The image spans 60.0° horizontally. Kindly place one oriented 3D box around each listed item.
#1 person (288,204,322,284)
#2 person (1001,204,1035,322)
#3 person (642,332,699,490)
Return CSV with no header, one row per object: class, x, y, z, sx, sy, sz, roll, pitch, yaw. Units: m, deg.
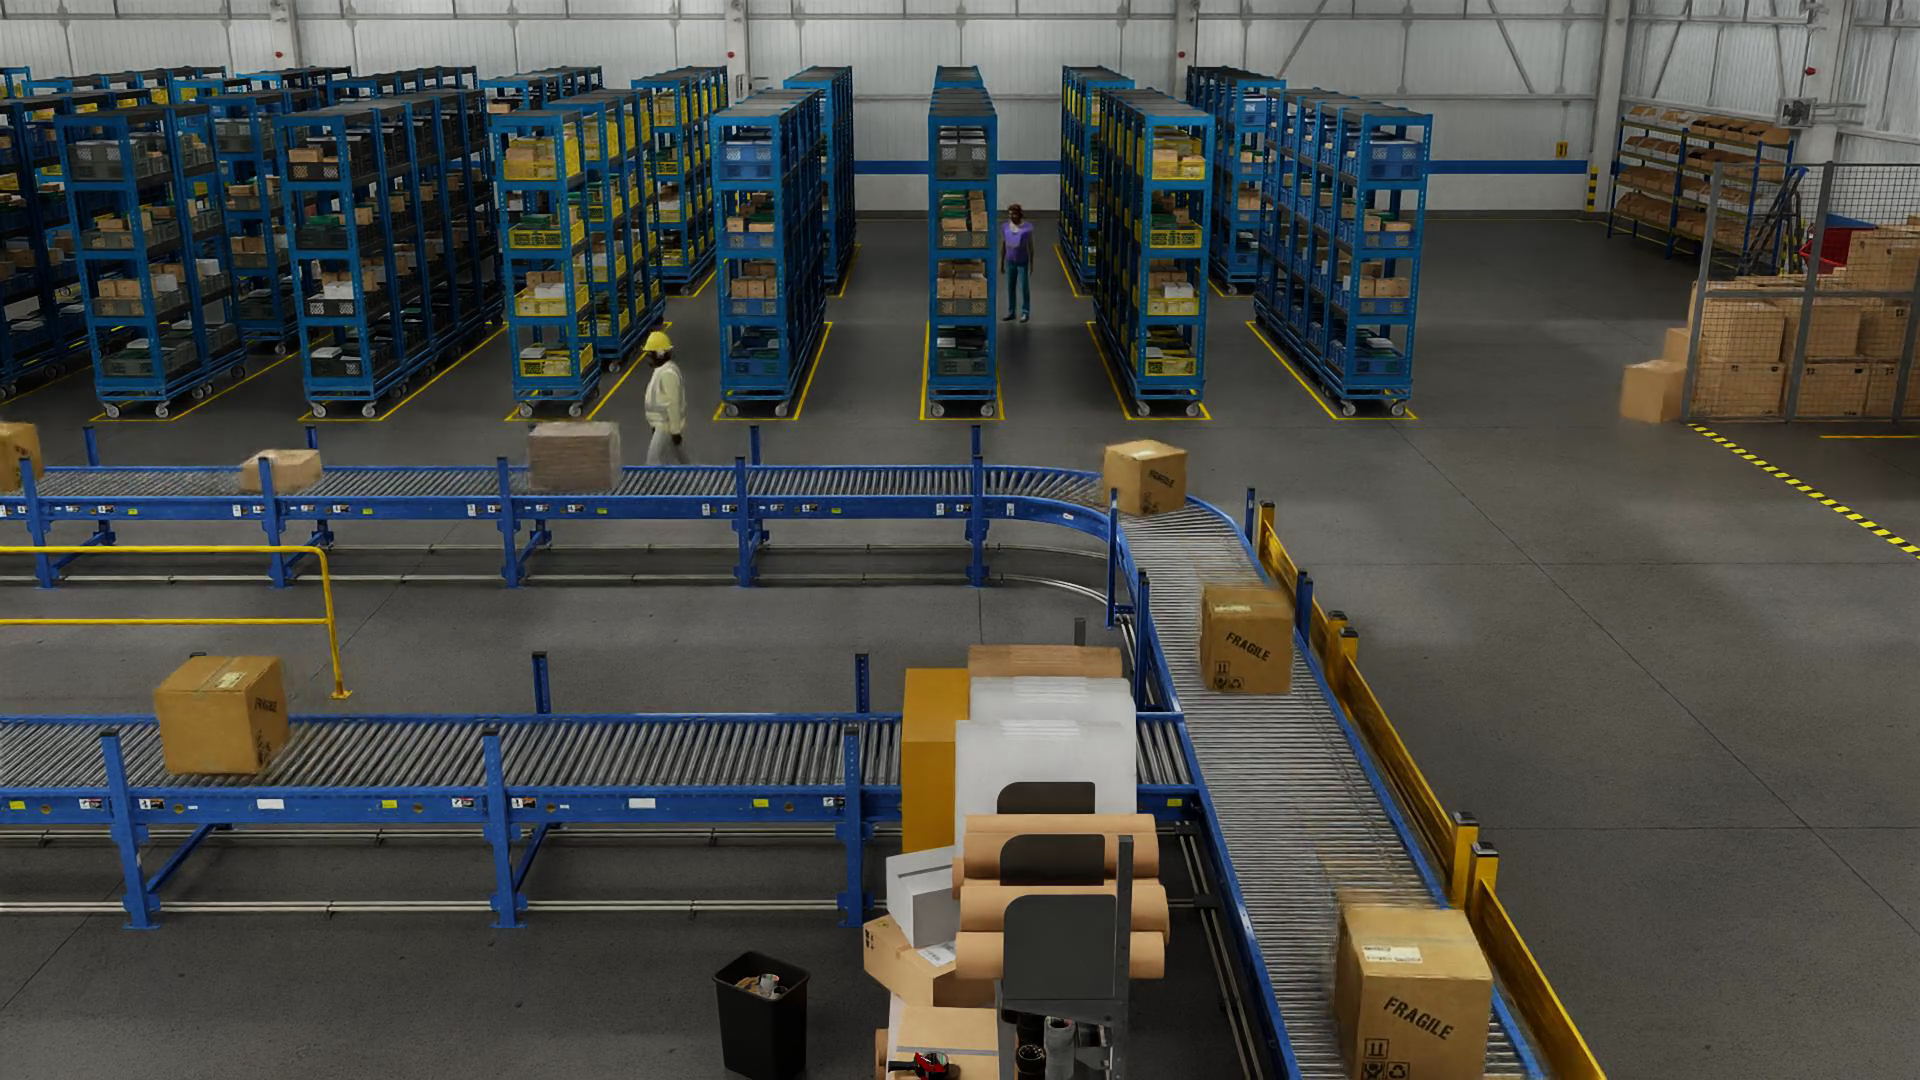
person,-11.059,-5.059,27.996,0.375,1.995,0.610,12,22,33
person,0.909,-4.341,26.051,0.566,1.833,0.397,10,21,28
person,-2.893,-1.175,16.377,0.946,1.783,0.613,-4,18,-11
